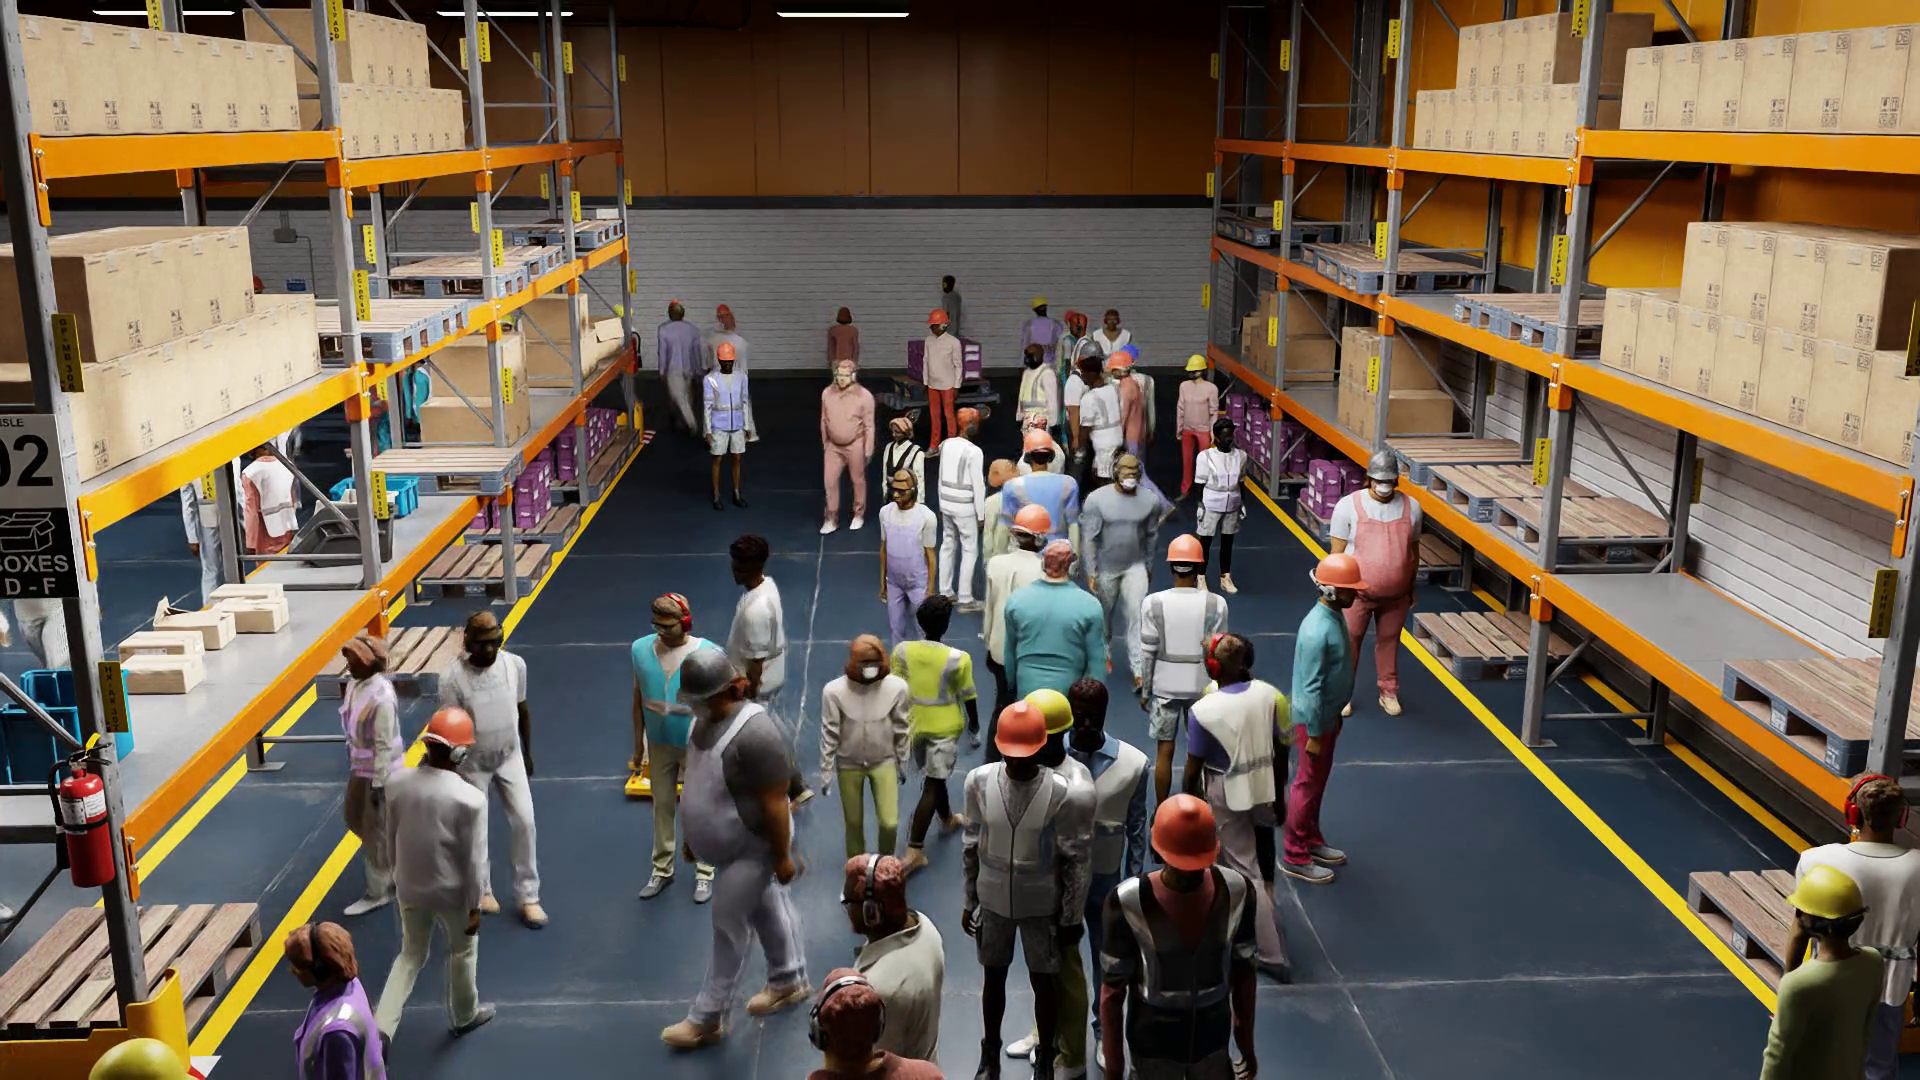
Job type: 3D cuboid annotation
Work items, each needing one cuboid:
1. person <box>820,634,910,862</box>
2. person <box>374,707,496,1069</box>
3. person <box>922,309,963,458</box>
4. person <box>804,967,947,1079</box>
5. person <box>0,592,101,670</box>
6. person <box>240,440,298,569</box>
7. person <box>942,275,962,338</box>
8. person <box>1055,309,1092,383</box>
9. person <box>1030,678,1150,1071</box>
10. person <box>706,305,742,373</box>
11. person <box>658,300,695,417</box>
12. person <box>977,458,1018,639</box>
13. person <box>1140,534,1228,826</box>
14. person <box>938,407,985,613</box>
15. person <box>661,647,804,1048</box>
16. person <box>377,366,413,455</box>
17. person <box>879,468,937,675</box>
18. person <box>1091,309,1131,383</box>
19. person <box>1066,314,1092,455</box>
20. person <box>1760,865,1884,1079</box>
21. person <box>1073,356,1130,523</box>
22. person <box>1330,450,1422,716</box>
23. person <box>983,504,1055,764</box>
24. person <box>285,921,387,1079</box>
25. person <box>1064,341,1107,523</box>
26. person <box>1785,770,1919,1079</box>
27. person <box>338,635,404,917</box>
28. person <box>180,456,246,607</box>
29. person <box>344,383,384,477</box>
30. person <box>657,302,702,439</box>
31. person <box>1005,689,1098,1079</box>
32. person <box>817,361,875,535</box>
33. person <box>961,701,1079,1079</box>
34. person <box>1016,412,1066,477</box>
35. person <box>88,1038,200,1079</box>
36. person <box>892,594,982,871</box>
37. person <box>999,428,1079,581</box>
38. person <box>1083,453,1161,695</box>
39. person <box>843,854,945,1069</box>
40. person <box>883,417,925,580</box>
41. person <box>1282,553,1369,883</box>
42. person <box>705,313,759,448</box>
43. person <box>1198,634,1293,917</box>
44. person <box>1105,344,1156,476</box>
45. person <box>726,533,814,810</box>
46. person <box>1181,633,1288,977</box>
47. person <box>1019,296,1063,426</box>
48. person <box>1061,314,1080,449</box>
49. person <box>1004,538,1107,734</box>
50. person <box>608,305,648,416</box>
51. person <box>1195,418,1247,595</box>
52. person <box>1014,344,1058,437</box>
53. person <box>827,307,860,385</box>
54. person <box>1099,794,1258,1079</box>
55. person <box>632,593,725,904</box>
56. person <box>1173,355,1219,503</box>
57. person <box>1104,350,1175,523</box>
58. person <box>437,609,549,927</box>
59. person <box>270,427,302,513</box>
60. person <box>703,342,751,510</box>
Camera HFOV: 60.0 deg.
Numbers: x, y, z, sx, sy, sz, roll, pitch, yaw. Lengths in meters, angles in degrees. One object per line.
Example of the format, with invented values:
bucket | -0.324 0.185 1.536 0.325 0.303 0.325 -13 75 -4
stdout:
person | -0.536 1.310 9.423 0.518 1.618 0.472 -1 14 -5
person | -2.521 1.660 7.860 0.610 1.712 0.732 5 15 18
person | -0.253 -2.035 21.806 0.623 1.989 0.391 11 18 38
person | -0.338 2.235 5.214 0.652 1.906 0.403 -8 16 -28
person | -6.609 0.531 12.021 0.660 1.863 1.053 -3 15 -11
person | -5.862 -0.048 14.183 0.410 1.908 0.598 3 15 13
person | -0.170 -3.489 27.774 0.357 1.866 0.555 10 17 35
person | 1.697 -2.478 24.117 0.599 1.710 0.767 -4 15 -15
person | 0.583 1.559 7.839 0.592 1.922 0.392 2 14 9
person | -3.467 -2.636 24.741 0.559 1.707 0.857 3 15 13
person | -4.231 -2.717 24.953 0.560 1.753 0.328 -3 15 -11
person | 0.404 0.106 14.141 0.523 1.620 0.508 14 20 43
person | 1.387 0.913 10.362 0.542 1.928 0.377 2 14 7
person | 0.009 -0.277 15.134 0.376 1.870 0.599 -10 17 -35
person | -1.162 1.431 8.101 0.916 2.000 0.707 -9 17 -30
person | -6.938 -1.561 20.165 0.619 1.871 0.941 -4 15 -15
person | -0.404 0.339 12.806 0.502 1.837 0.350 8 16 29
person | 2.129 -2.387 23.544 0.578 1.821 0.752 0 14 -1
person | 1.623 -2.070 22.173 0.357 1.875 0.597 1 14 6
person | 3.179 2.051 6.227 0.526 1.762 0.339 -7 16 -25
person | 1.534 -1.035 18.028 0.733 1.910 0.634 9 17 32
person | 3.120 0.327 12.436 0.689 2.000 0.539 -1 14 -3
person | 0.432 0.740 10.978 0.621 1.972 0.467 11 18 37
person | -2.246 2.151 6.094 0.314 1.631 0.524 -6 15 -21
person | 1.444 -1.210 18.470 0.535 2.000 0.681 8 16 28
person | 3.694 1.854 6.856 0.560 1.836 0.394 4 15 15
person | -3.339 1.311 9.379 0.411 1.623 0.550 -11 18 -38
person | -6.434 -0.102 14.394 0.411 1.906 0.602 8 16 29
person | -7.051 -1.420 19.723 0.432 1.836 0.632 0 14 1
person | -3.885 -2.375 23.324 0.620 1.911 0.856 -12 18 -38
person | 0.414 1.594 7.709 0.397 1.918 0.589 -6 15 -22
person | -1.249 -0.978 17.874 0.667 1.873 0.877 5 15 19
person | 0.267 1.638 7.523 0.547 1.930 0.380 4 15 15
person | 0.672 -0.194 14.769 0.399 1.900 0.644 8 17 30
person | -2.313 2.324 4.824 0.382 1.924 0.594 -9 17 -31
person | -0.161 1.134 10.041 0.539 1.651 0.885 8 16 29
person | 0.609 0.093 13.377 0.619 2.020 0.718 -3 15 -10
person | 1.272 0.244 13.078 0.639 1.881 1.040 -1 14 -4
person | -0.273 2.031 6.045 0.399 1.897 0.652 3 15 11
person | -0.533 -0.379 16.024 0.523 1.634 0.313 13 19 40
person | 2.147 1.035 9.781 0.409 1.986 0.607 6 15 22
person | -3.141 -2.183 22.687 0.626 1.844 0.950 5 15 18
person | 1.615 1.315 9.308 0.567 1.664 0.405 10 17 35
person | 1.941 -1.259 18.921 0.614 1.922 0.794 -1 14 -4
person | -1.260 0.867 10.550 0.650 1.926 0.694 1 14 3
person | 1.416 1.367 8.863 0.574 1.778 1.013 -11 18 -37
person | 1.207 -2.580 24.185 0.706 1.871 0.670 0 14 -1
person | 1.548 -2.143 22.531 0.346 1.841 0.505 5 15 18
person | 0.595 0.920 10.425 0.685 1.885 0.561 4 15 16
person | -4.888 -2.544 24.250 0.406 1.754 0.567 1 14 4
person | 2.448 -0.310 15.620 0.531 1.697 0.320 -5 15 -17
person | 0.868 -1.430 19.795 0.923 1.805 0.657 -5 15 -20
person | -1.786 -2.727 25.285 0.508 1.617 0.624 3 15 12
person | 0.833 1.901 6.297 0.613 2.028 0.409 -3 15 -11
person | -1.595 1.173 9.521 0.563 1.837 0.395 3 15 12
person | 2.736 -1.271 19.262 0.527 1.765 0.328 11 18 36
person | 1.909 -1.132 18.375 0.963 1.948 0.632 2 14 9
person | -2.560 1.270 9.167 0.536 1.818 0.762 -10 17 -34
person | -7.722 -1.220 18.851 0.328 1.872 0.515 0 14 0
person | -2.652 -1.304 19.046 0.552 1.935 0.373 -7 16 -27
